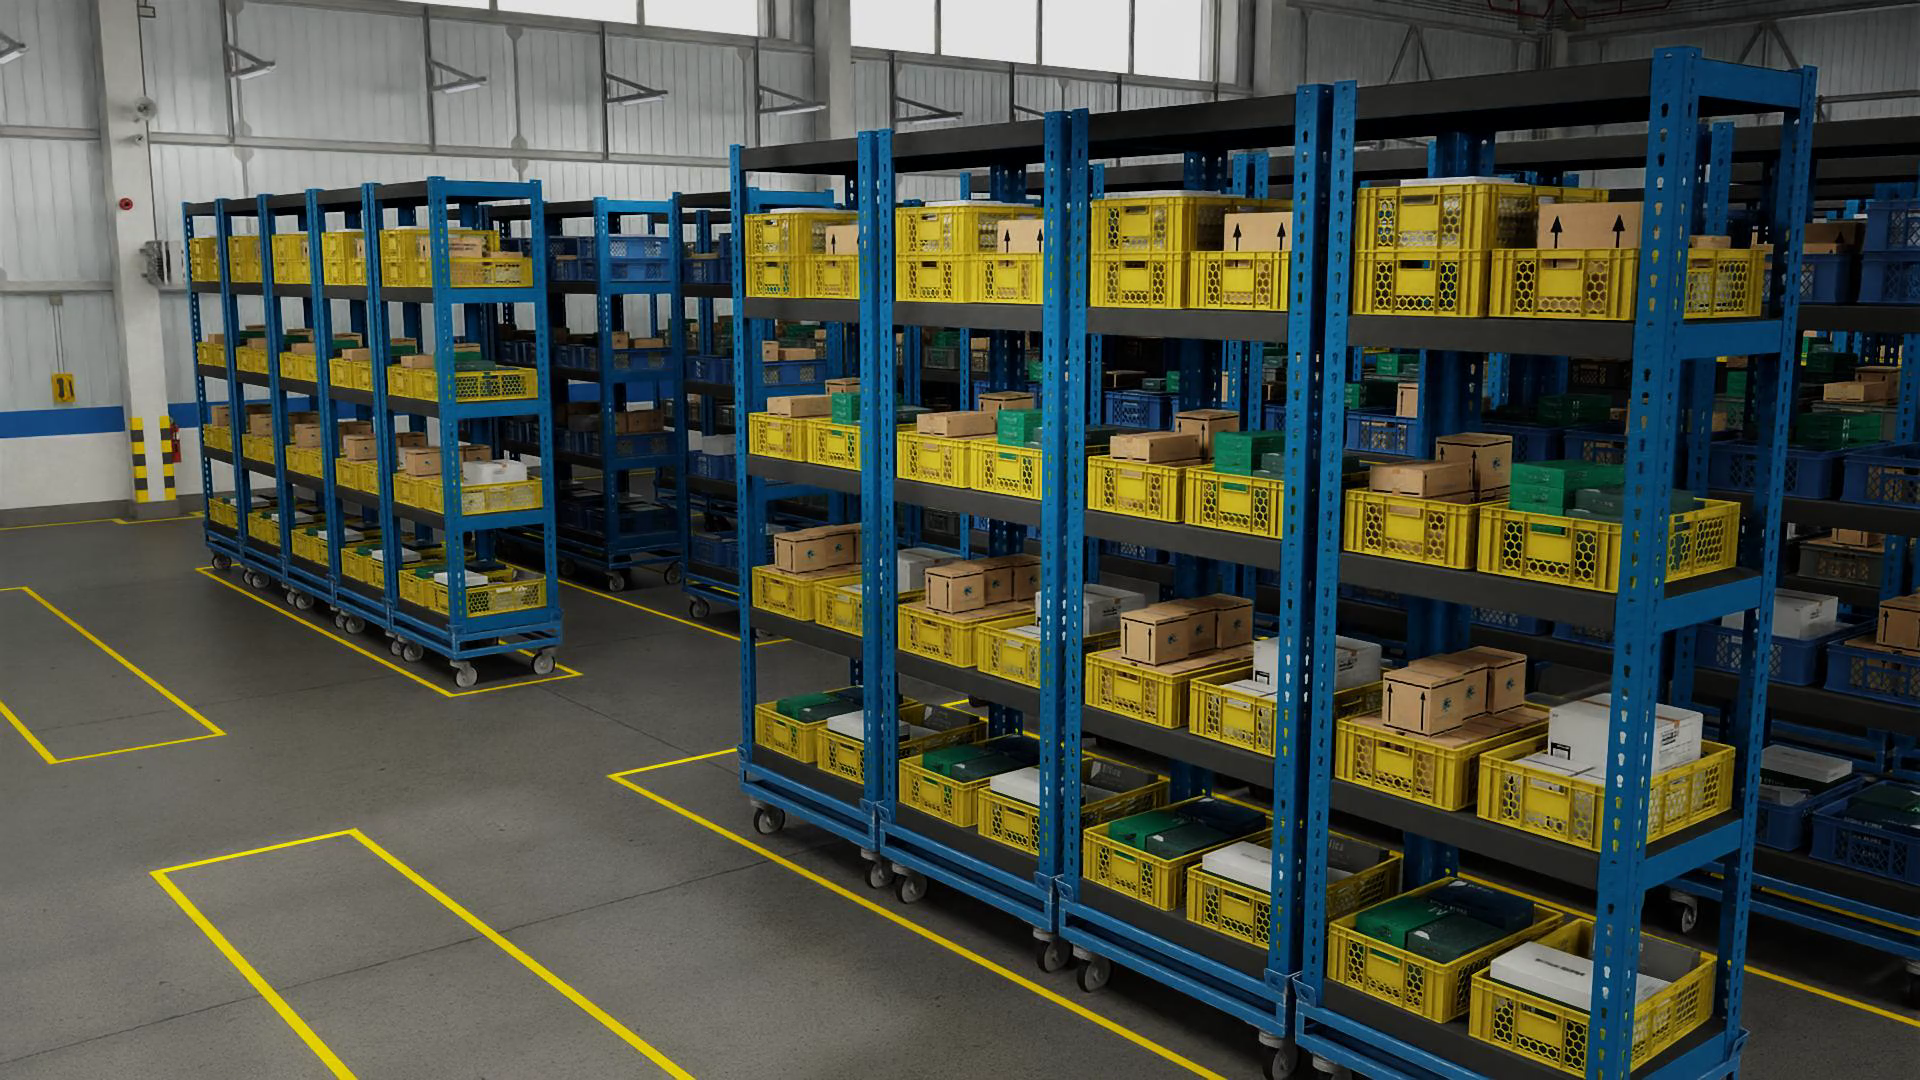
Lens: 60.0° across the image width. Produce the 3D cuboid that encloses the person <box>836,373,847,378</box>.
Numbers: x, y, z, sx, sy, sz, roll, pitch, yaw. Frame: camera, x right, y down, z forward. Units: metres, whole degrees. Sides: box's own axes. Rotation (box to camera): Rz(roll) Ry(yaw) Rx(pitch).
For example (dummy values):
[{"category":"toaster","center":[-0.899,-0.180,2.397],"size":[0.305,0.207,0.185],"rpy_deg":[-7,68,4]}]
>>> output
[{"category":"person","center":[-1.307,-1.045,18.975],"size":[0.565,1.849,0.389],"rpy_deg":[-8,12,-39]}]
